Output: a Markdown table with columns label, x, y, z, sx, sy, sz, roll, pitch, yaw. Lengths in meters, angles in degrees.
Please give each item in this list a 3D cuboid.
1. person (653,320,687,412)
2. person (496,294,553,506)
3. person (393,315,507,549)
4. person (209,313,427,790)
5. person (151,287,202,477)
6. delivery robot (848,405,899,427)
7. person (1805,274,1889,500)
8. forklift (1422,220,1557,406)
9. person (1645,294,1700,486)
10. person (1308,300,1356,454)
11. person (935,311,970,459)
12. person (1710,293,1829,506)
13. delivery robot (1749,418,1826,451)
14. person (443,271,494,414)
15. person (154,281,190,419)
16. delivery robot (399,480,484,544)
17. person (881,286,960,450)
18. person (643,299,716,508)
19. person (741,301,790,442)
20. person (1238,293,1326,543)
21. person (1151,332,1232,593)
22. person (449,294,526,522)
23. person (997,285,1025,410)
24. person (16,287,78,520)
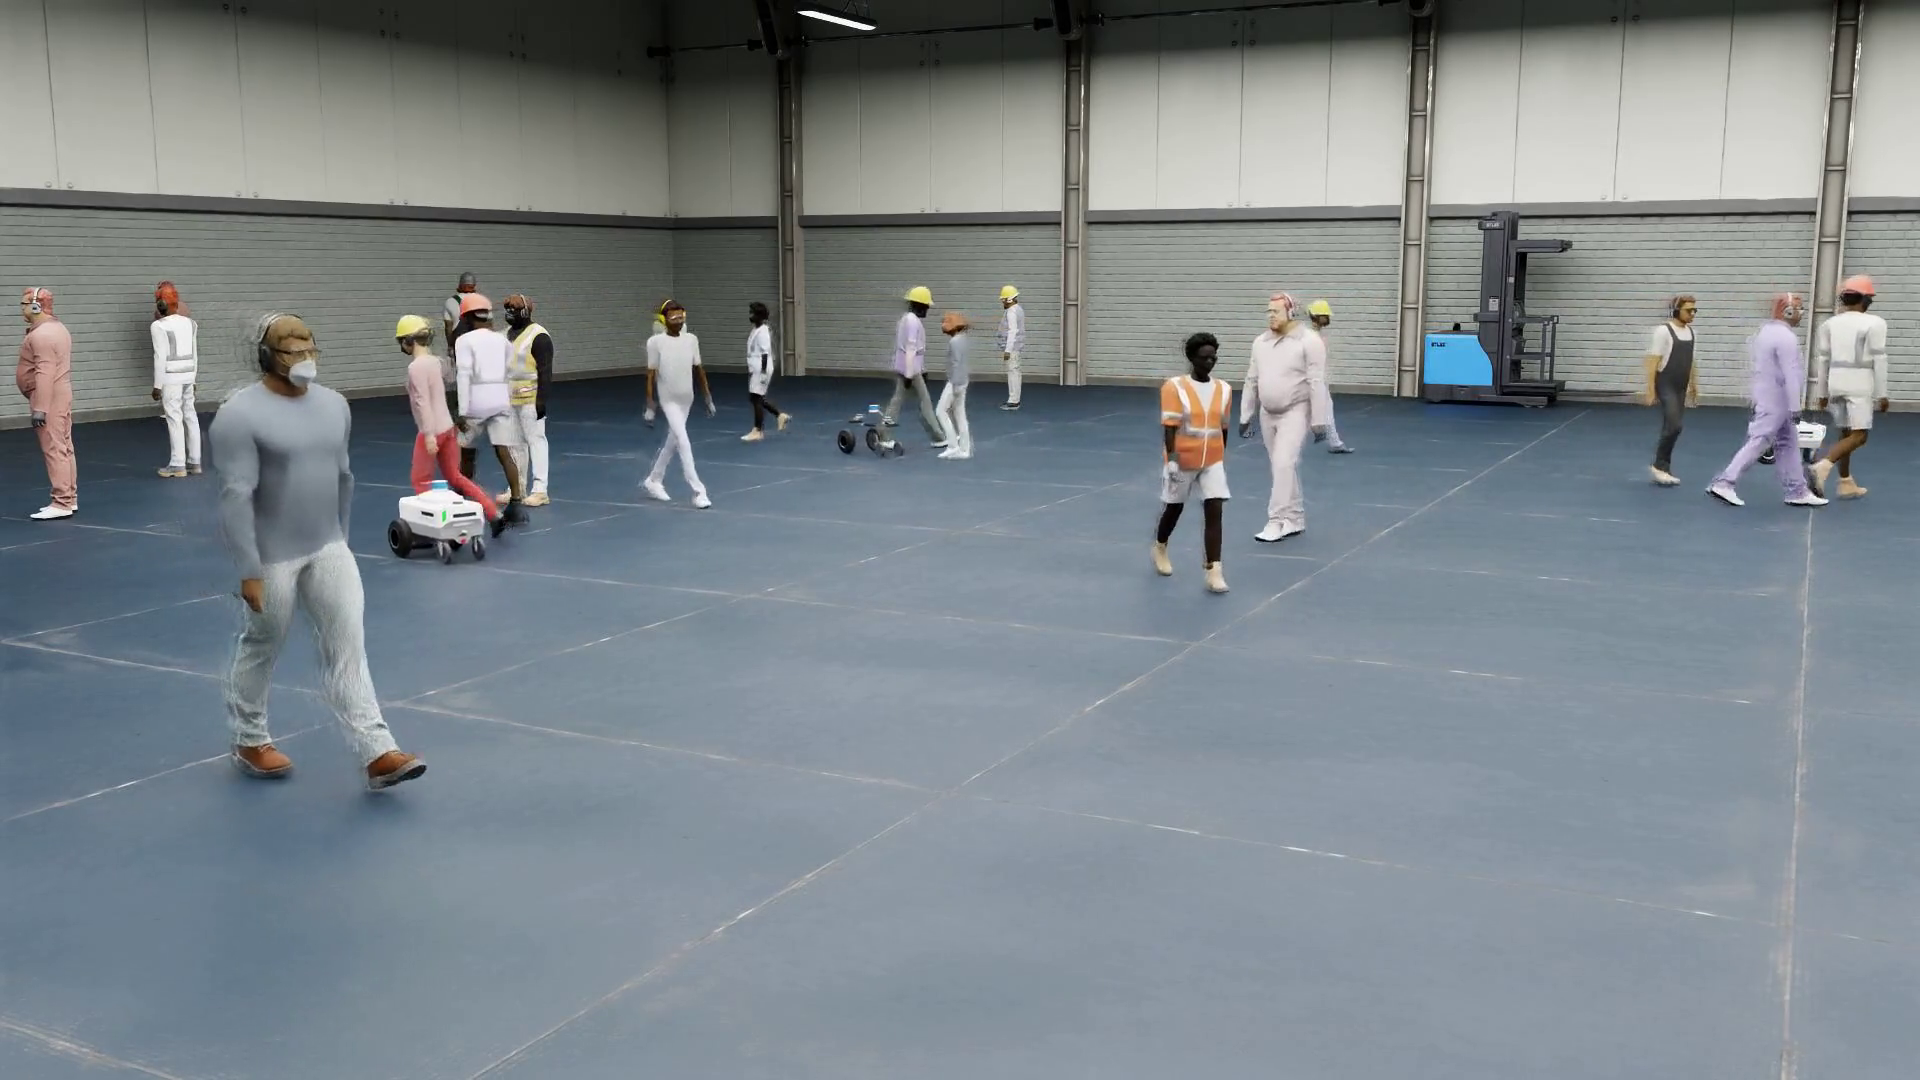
| label | x | y | z | sx | sy | sz | roll | pitch | yaw |
| --- | --- | --- | --- | --- | --- | --- | --- | --- | --- |
| person | -4.164 | -2.612 | 23.835 | 0.497 | 1.616 | 0.663 | -1 | 9 | -3 |
| person | -3.846 | -1.227 | 14.599 | 0.621 | 1.845 | 0.429 | 7 | 11 | 36 |
| person | -3.802 | -0.804 | 12.350 | 0.740 | 1.727 | 0.558 | 0 | 9 | -2 |
| person | -2.590 | 0.058 | 6.541 | 1.037 | 1.880 | 0.656 | 6 | 11 | 32 |
| person | -7.872 | -1.584 | 16.678 | 0.355 | 1.882 | 0.576 | 2 | 9 | 13 |
| delivery robot | -0.976 | -1.409 | 18.718 | 0.335 | 0.223 | 0.698 | -8 | 12 | -41 |
| person | 7.866 | -1.346 | 14.777 | 0.843 | 2.022 | 0.620 | -4 | 10 | -22 |
| forklift | 8.245 | -3.527 | 25.720 | 1.873 | 2.768 | 1.129 | 5 | 10 | 27 |
| person | 6.802 | -1.417 | 15.801 | 0.549 | 1.828 | 0.446 | -5 | 11 | -29 |
| person | 3.943 | -1.818 | 18.628 | 0.919 | 1.720 | 0.542 | 4 | 10 | 24 |
| person | -0.099 | -1.689 | 18.170 | 0.478 | 1.610 | 0.496 | 2 | 9 | 10 |
| person | 7.082 | -1.216 | 14.480 | 0.975 | 1.865 | 0.658 | 2 | 10 | 14 |
| delivery robot | 8.904 | -1.146 | 17.898 | 0.707 | 0.478 | 0.477 | 2 | 9 | 11 |
| person | -7.046 | -2.819 | 23.936 | 0.678 | 2.000 | 0.536 | -2 | 9 | -10 |
| person | -10.990 | -2.647 | 23.174 | 0.401 | 1.904 | 0.640 | 1 | 9 | 5 |
| delivery robot | -3.741 | -0.188 | 11.987 | 0.477 | 0.478 | 0.707 | -9 | 13 | -44 |
| person | -0.496 | -1.948 | 18.977 | 0.978 | 1.859 | 0.590 | -2 | 10 | -15 |
| person | -2.506 | -1.217 | 14.654 | 0.611 | 1.814 | 0.966 | -8 | 12 | -41 |
| person | -2.365 | -2.035 | 20.043 | 0.545 | 1.685 | 0.545 | -2 | 10 | -15 |
| person | 2.386 | -0.924 | 12.632 | 0.852 | 1.871 | 0.671 | -7 | 12 | -38 |
| person | 1.512 | -0.536 | 10.876 | 0.528 | 1.666 | 0.837 | -3 | 10 | -16 |
| person | -3.930 | -1.086 | 13.672 | 1.036 | 1.855 | 0.620 | 8 | 12 | 39 |
| person | 0.753 | -2.852 | 24.660 | 0.403 | 1.828 | 0.588 | 2 | 9 | 13 |
| person | -7.591 | -1.133 | 13.817 | 0.408 | 1.909 | 0.638 | -3 | 10 | -16 |
